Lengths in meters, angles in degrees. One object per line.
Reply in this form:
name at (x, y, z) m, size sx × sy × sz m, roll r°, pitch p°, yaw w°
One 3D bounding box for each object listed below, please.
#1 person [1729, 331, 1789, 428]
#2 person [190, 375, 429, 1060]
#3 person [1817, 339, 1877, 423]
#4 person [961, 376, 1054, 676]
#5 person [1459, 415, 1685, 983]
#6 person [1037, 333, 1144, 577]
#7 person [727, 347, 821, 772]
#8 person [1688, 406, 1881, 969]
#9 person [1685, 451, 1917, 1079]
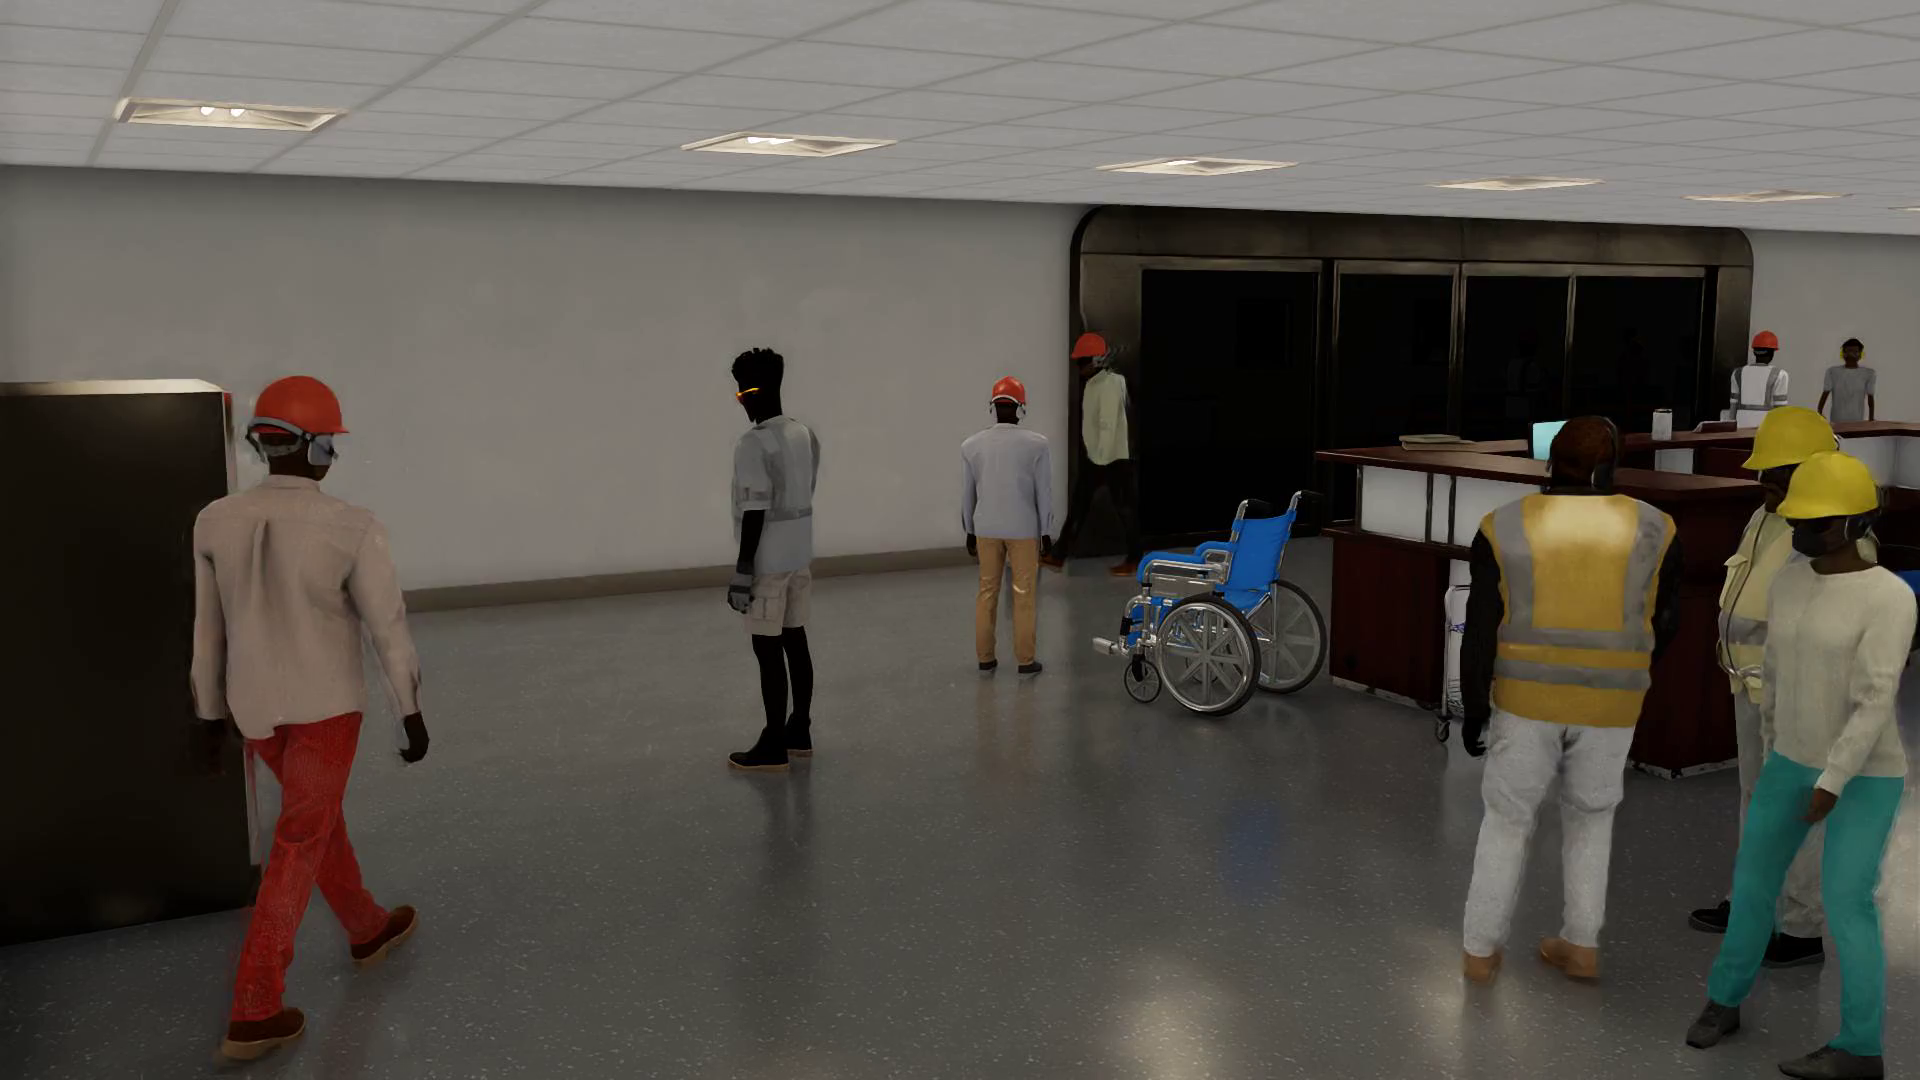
person at (7.803, -1.073, 16.257) m, size 0.387 × 1.929 × 0.546 m, roll -7°, pitch 10°, yaw -40°
person at (-1.938, 0.480, 4.985) m, size 0.647 × 1.938 × 1.046 m, roll 2°, pitch 8°, yaw 14°
person at (9.472, -1.239, 17.850) m, size 0.540 × 1.822 × 0.962 m, roll 7°, pitch 10°, yaw 41°
person at (0.285, -0.080, 9.726) m, size 0.564 × 1.743 × 0.352 m, roll 3°, pitch 8°, yaw 21°
person at (1.910, 0.509, 5.259) m, size 0.647 × 1.805 × 0.529 m, roll 2°, pitch 8°, yaw 16°
person at (1.032, -0.648, 13.119) m, size 1.059 × 1.932 × 0.642 m, roll -2°, pitch 8°, yaw -14°
person at (-0.878, 0.091, 7.708) m, size 0.376 × 1.959 × 0.603 m, roll 3°, pitch 9°, yaw 22°
person at (2.690, 0.473, 5.441) m, size 0.403 × 1.823 × 0.586 m, roll -1°, pitch 8°, yaw -5°
person at (2.359, 0.624, 4.613) m, size 0.405 × 1.748 × 0.530 m, roll -2°, pitch 8°, yaw -17°
